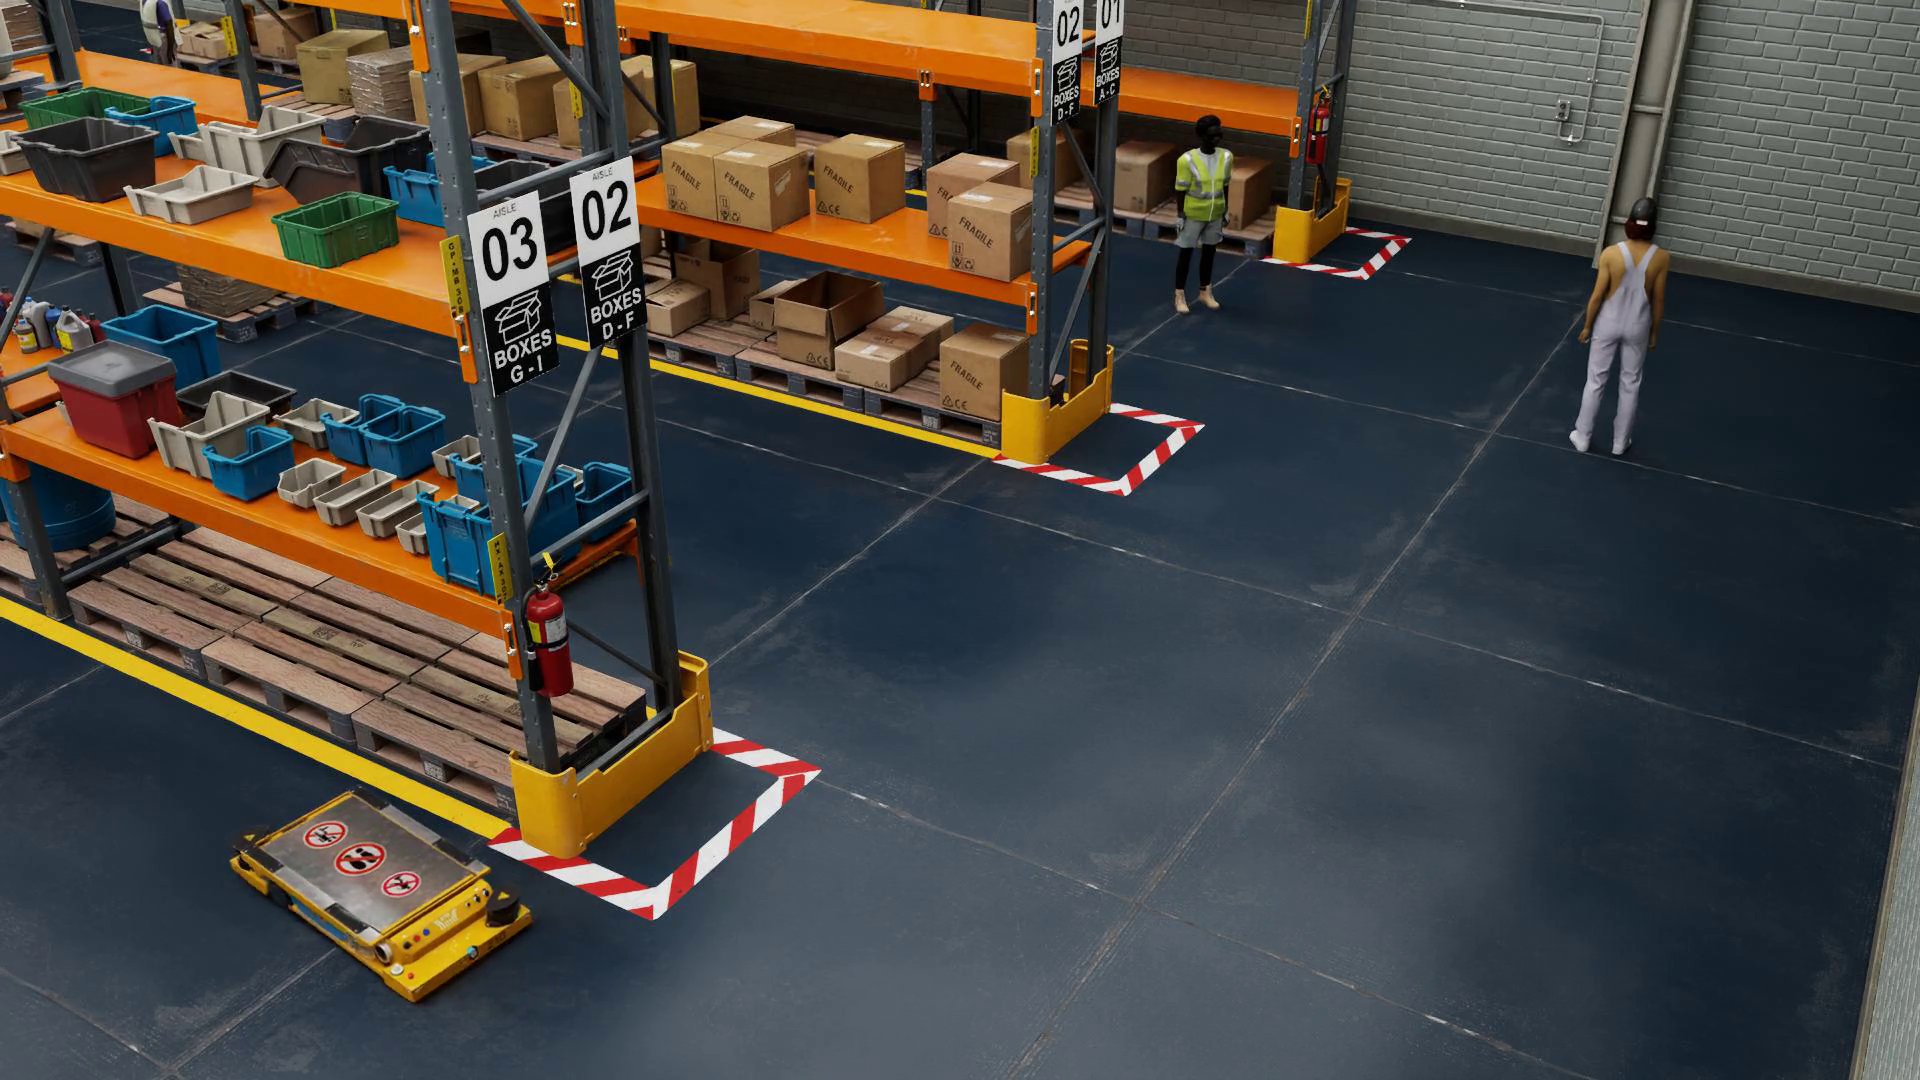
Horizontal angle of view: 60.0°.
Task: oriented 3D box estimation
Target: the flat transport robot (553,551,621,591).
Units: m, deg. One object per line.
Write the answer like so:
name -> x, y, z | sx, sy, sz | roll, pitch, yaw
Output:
flat transport robot -> -2.897, -0.081, 10.778 | 1.431, 0.231, 0.659 | 19, 34, 30

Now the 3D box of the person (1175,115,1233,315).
person -> 2.058, -2.763, 14.119 | 0.536, 1.700, 0.318 | -11, 31, -19

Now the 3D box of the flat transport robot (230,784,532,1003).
flat transport robot -> -2.722, 1.601, 7.761 | 1.431, 0.231, 0.659 | 21, 35, 33

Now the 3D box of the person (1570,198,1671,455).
person -> 4.652, -1.499, 11.686 | 0.507, 1.863, 0.373 | 8, 30, 13

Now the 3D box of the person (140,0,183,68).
person -> -9.224, -5.726, 19.289 | 0.374, 1.843, 0.566 | -23, 37, -35
